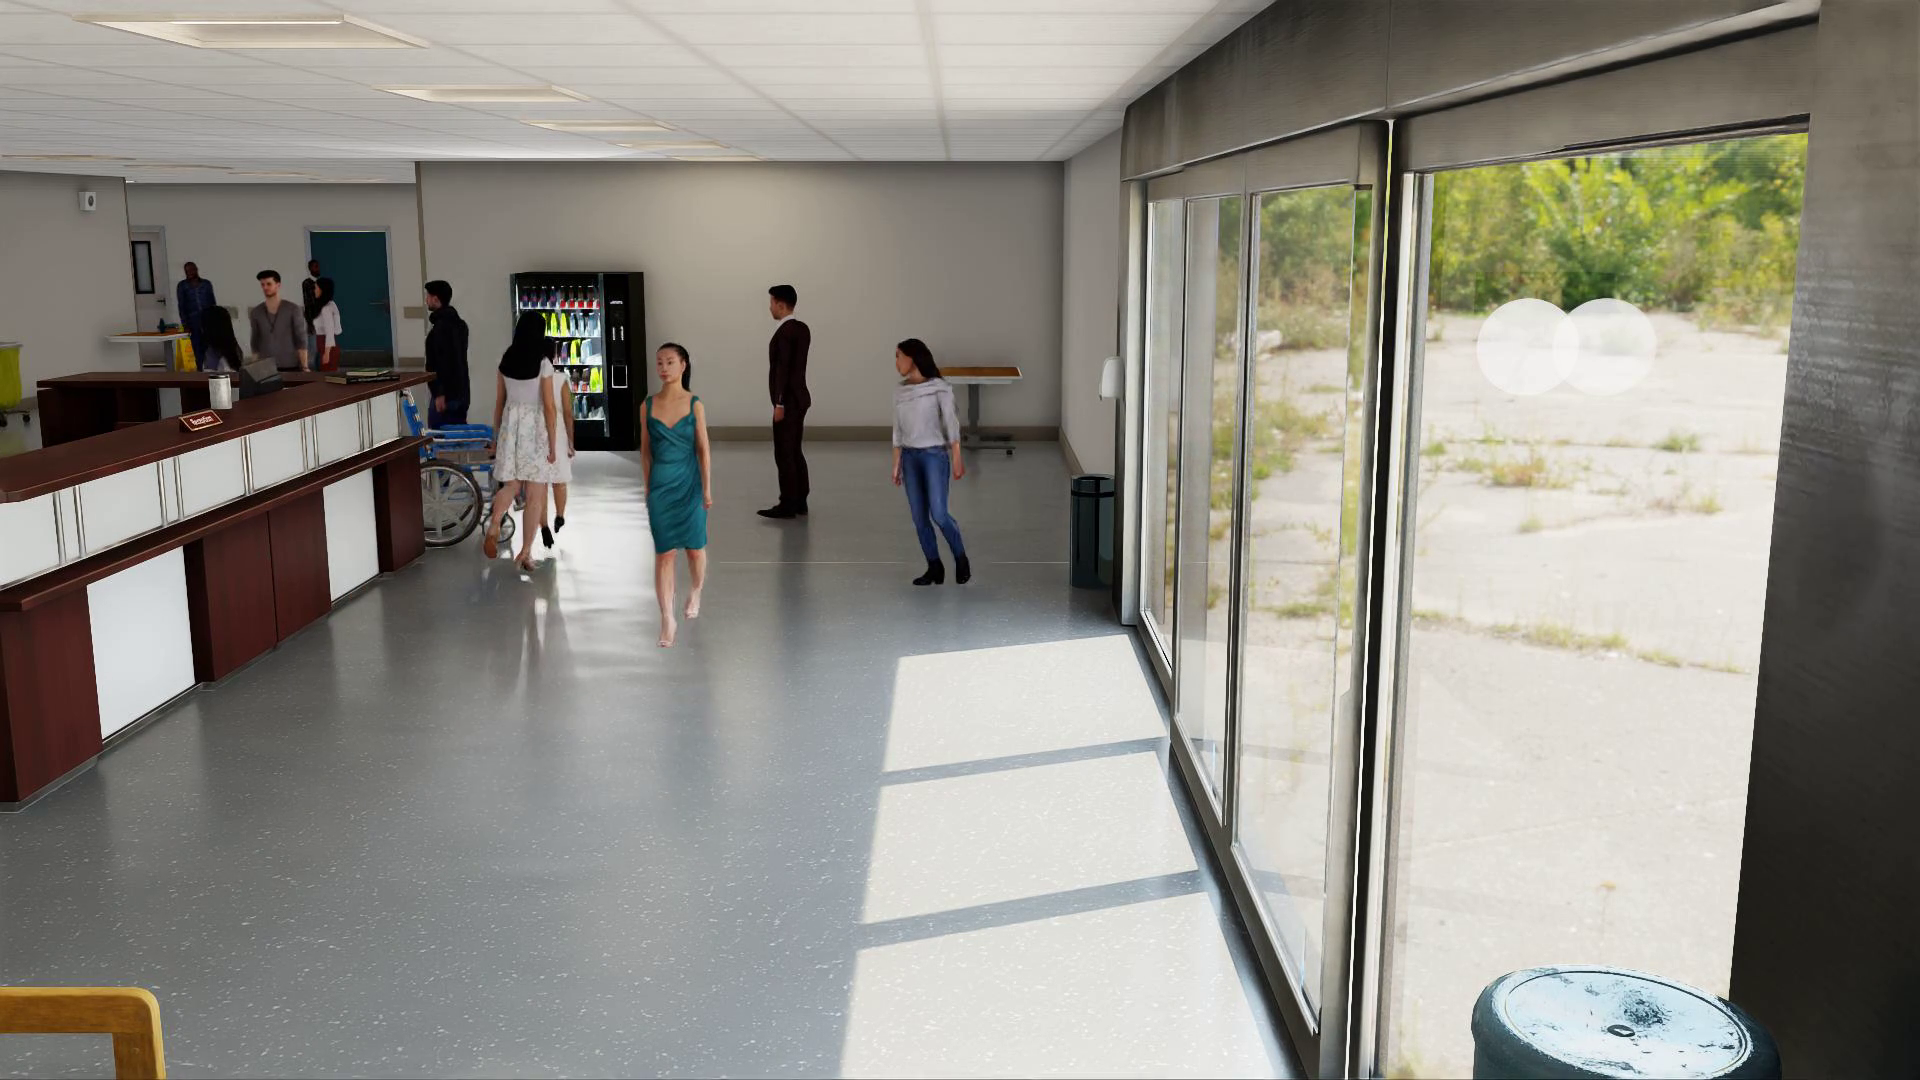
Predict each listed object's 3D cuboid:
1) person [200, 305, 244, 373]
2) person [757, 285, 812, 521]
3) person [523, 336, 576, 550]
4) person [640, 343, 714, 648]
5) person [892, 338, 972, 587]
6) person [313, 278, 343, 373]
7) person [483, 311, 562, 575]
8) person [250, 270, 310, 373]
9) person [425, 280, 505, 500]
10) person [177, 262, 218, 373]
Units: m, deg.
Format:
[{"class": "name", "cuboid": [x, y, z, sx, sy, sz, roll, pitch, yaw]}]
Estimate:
[{"class": "person", "cuboid": [-5.749, -0.998, 13.220, 0.938, 1.683, 0.591, 0, 11, -2]}, {"class": "person", "cuboid": [-1.359, -1.112, 13.347, 0.694, 1.859, 0.739, 2, 11, 11]}, {"class": "person", "cuboid": [-2.981, -0.671, 11.961, 0.971, 1.510, 0.744, -2, 11, -12]}, {"class": "person", "cuboid": [-1.567, -0.253, 9.391, 0.939, 1.646, 0.617, 0, 11, 0]}, {"class": "person", "cuboid": [-0.190, -0.476, 10.683, 0.743, 1.602, 0.840, 5, 12, 25]}, {"class": "person", "cuboid": [-7.038, -2.044, 18.552, 0.615, 1.751, 0.654, -4, 11, -18]}, {"class": "person", "cuboid": [-2.887, -0.601, 10.933, 0.948, 1.756, 0.855, 2, 11, 10]}, {"class": "person", "cuboid": [-6.570, -1.659, 16.164, 0.791, 1.883, 0.798, -1, 11, -5]}, {"class": "person", "cuboid": [-4.116, -1.185, 13.700, 1.083, 1.871, 0.720, 1, 11, 4]}, {"class": "person", "cuboid": [-10.938, -3.065, 23.907, 1.226, 1.760, 1.162, -7, 13, -33]}]
